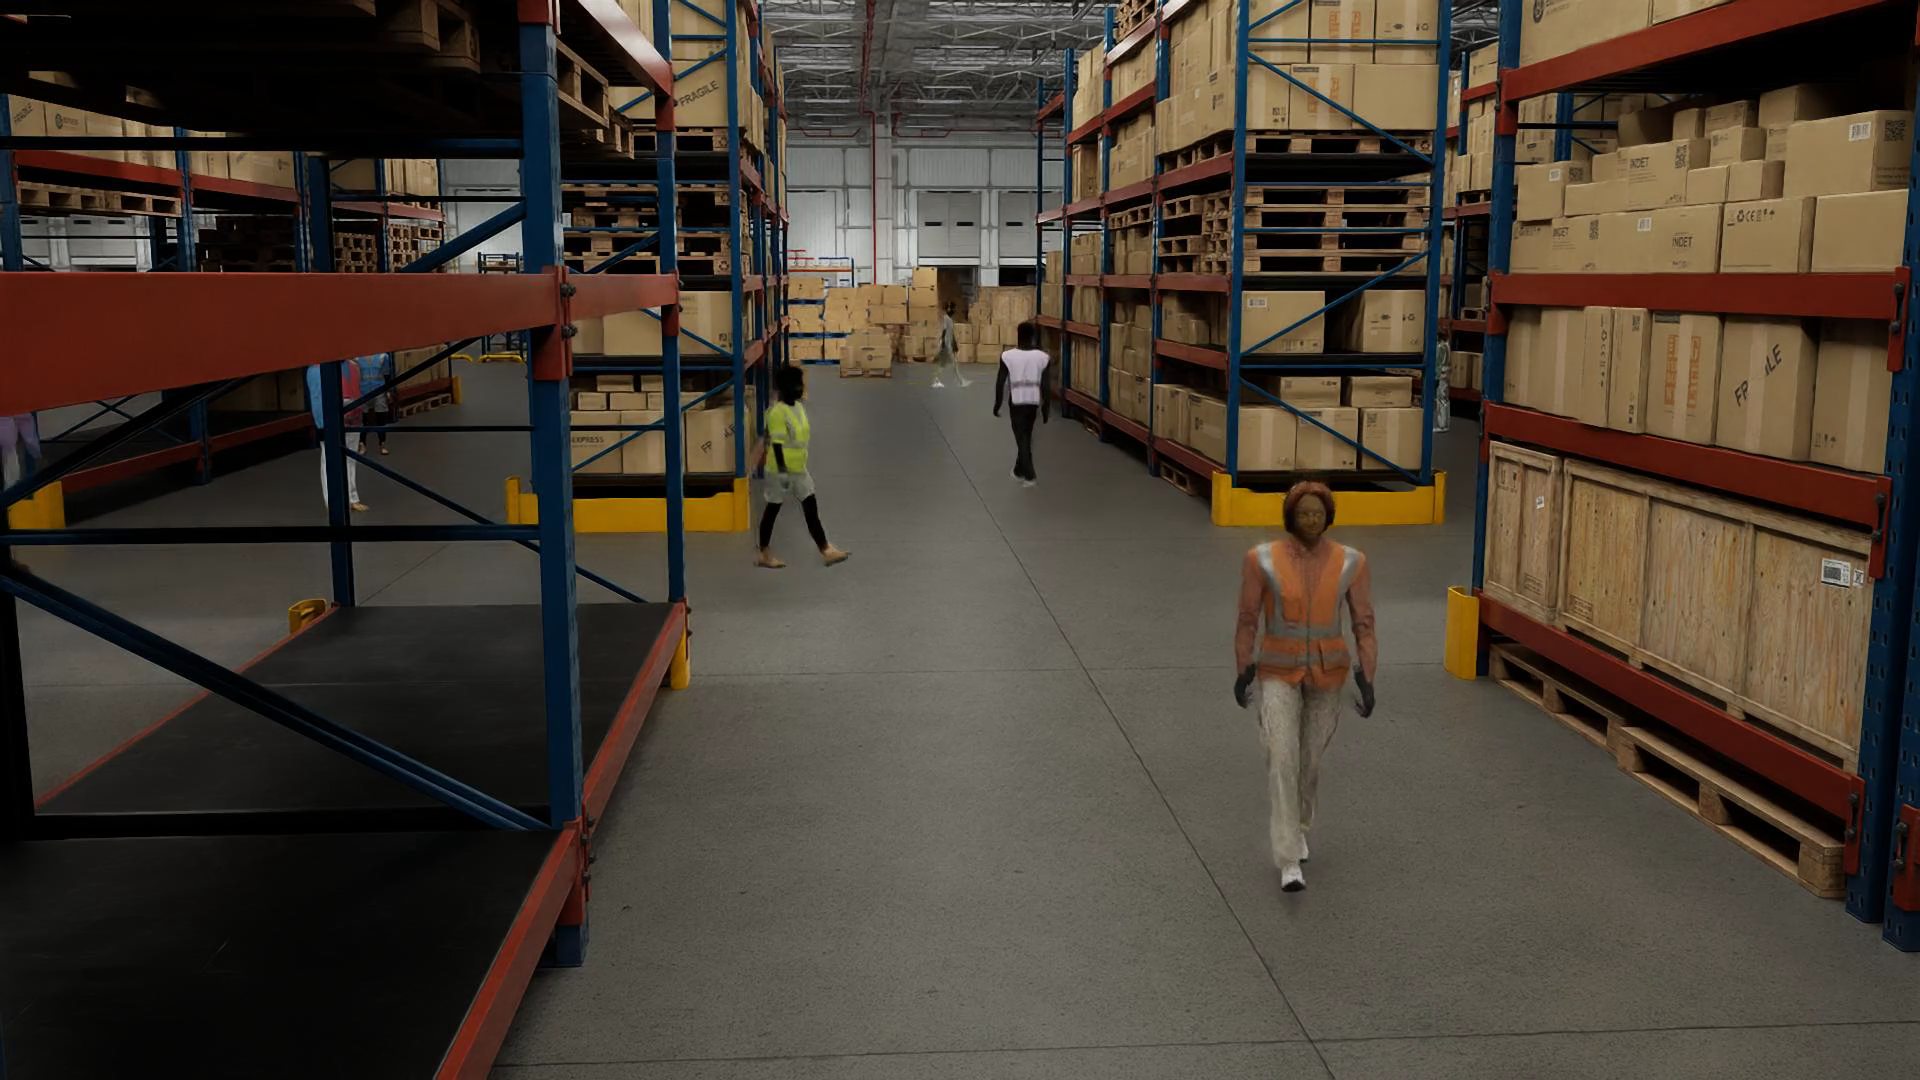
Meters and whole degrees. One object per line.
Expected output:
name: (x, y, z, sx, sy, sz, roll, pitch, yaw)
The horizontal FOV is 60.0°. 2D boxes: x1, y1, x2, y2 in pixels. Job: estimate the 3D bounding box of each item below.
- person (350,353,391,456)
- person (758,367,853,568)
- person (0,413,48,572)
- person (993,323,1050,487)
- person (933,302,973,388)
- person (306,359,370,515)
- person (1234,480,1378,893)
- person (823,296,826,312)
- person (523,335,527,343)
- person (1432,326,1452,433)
person: (-7.853, -1.961, 22.151, 0.540, 1.696, 0.315, -4, 10, -21)
person: (-1.304, -0.571, 13.502, 0.852, 1.655, 0.553, 4, 10, 24)
person: (-7.650, -0.648, 13.219, 0.467, 1.913, 0.657, 2, 9, 10)
person: (0.735, -1.545, 19.050, 0.598, 1.866, 1.029, -3, 10, -21)
person: (-0.159, -4.142, 35.438, 0.946, 1.825, 0.581, 1, 9, 7)
person: (-6.215, -1.165, 16.691, 0.429, 1.846, 0.625, 4, 10, 24)
person: (1.370, 0.569, 6.554, 0.543, 1.588, 0.845, 0, 9, 2)
person: (-5.524, -9.284, 67.386, 0.373, 1.933, 0.549, -5, 10, -29)
person: (-14.615, -7.610, 57.028, 0.765, 1.886, 0.629, -3, 9, -17)
person: (7.366, -2.453, 25.453, 0.318, 1.630, 0.513, 4, 10, 25)
